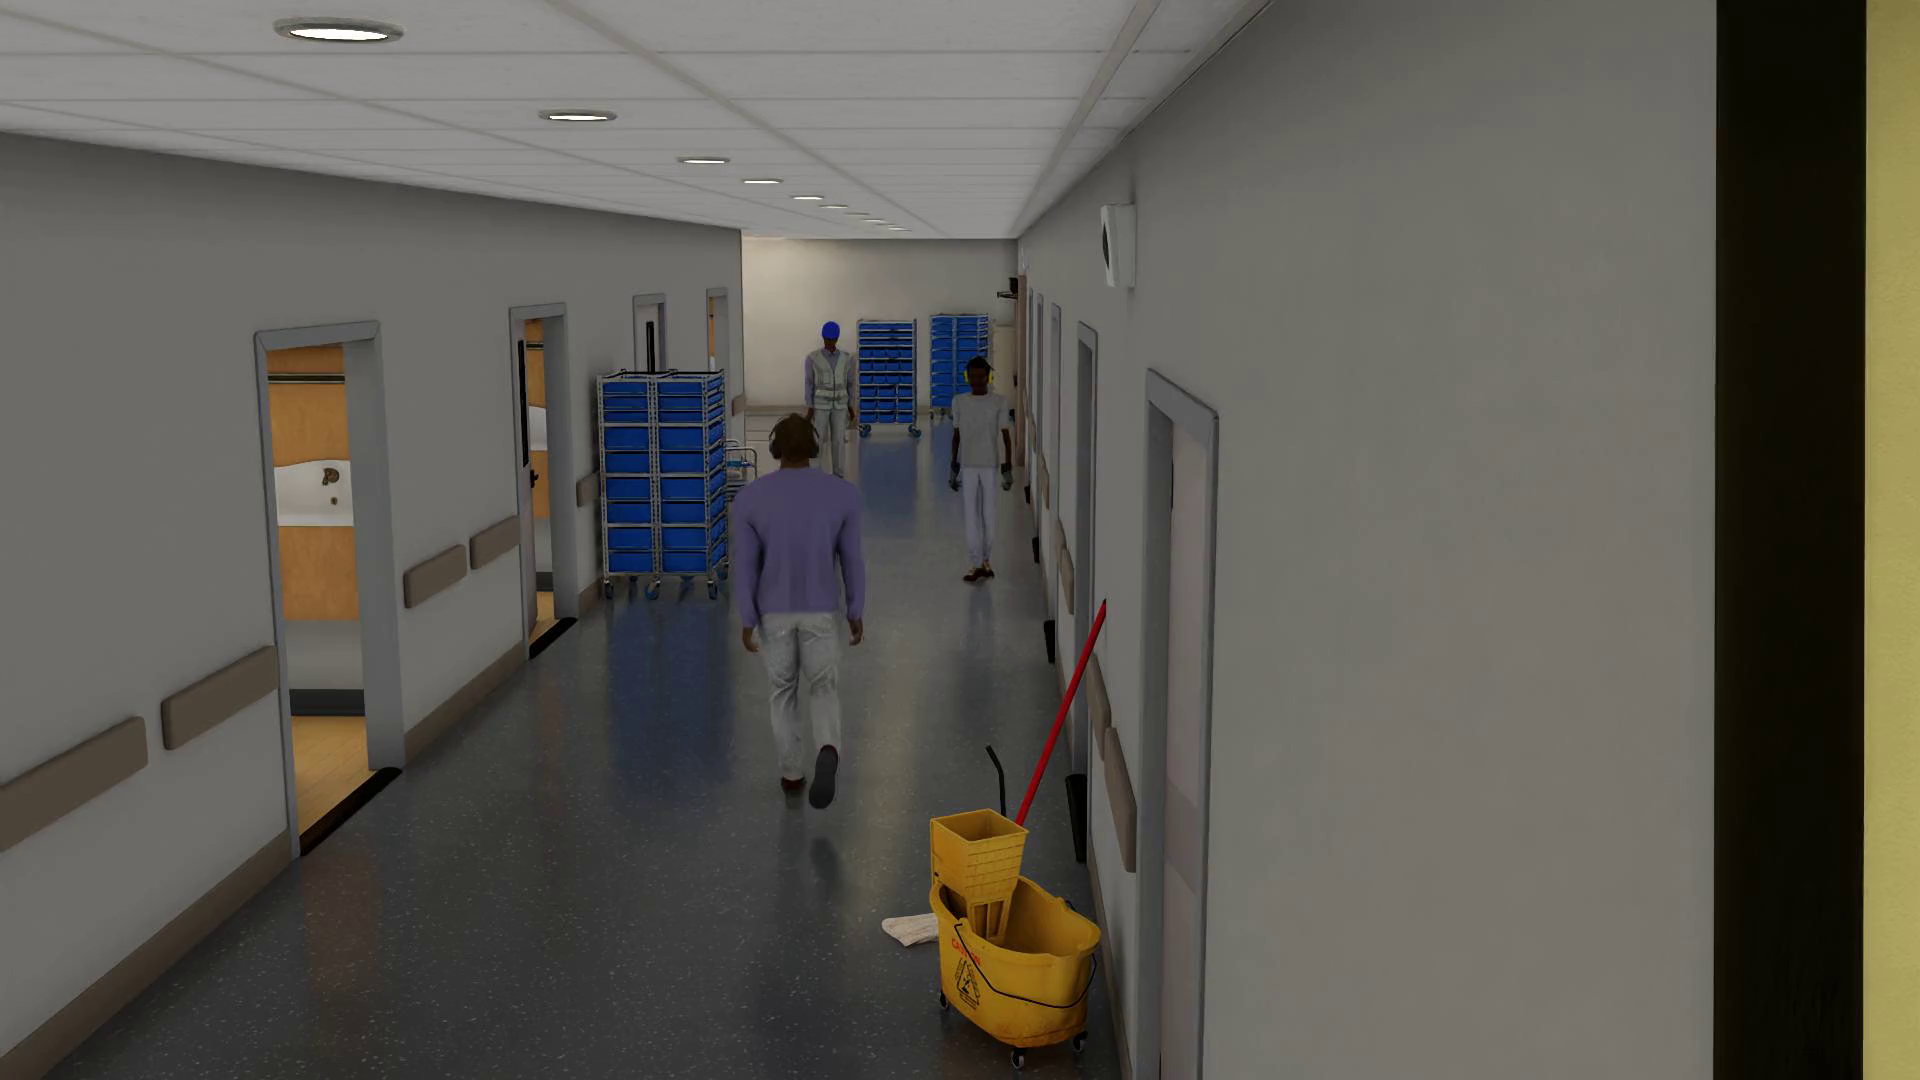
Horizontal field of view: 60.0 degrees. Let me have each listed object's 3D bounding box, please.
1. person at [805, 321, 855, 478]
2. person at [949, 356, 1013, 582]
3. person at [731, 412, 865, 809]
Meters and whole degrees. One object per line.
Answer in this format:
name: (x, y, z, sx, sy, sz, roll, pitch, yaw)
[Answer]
person: (-1.504, -1.559, 19.295, 0.605, 1.944, 0.402, -4, 10, -22)
person: (0.172, -0.591, 13.760, 0.547, 1.858, 0.522, 2, 10, 13)
person: (-0.763, 0.354, 7.947, 0.634, 1.915, 0.773, -1, 10, -9)
